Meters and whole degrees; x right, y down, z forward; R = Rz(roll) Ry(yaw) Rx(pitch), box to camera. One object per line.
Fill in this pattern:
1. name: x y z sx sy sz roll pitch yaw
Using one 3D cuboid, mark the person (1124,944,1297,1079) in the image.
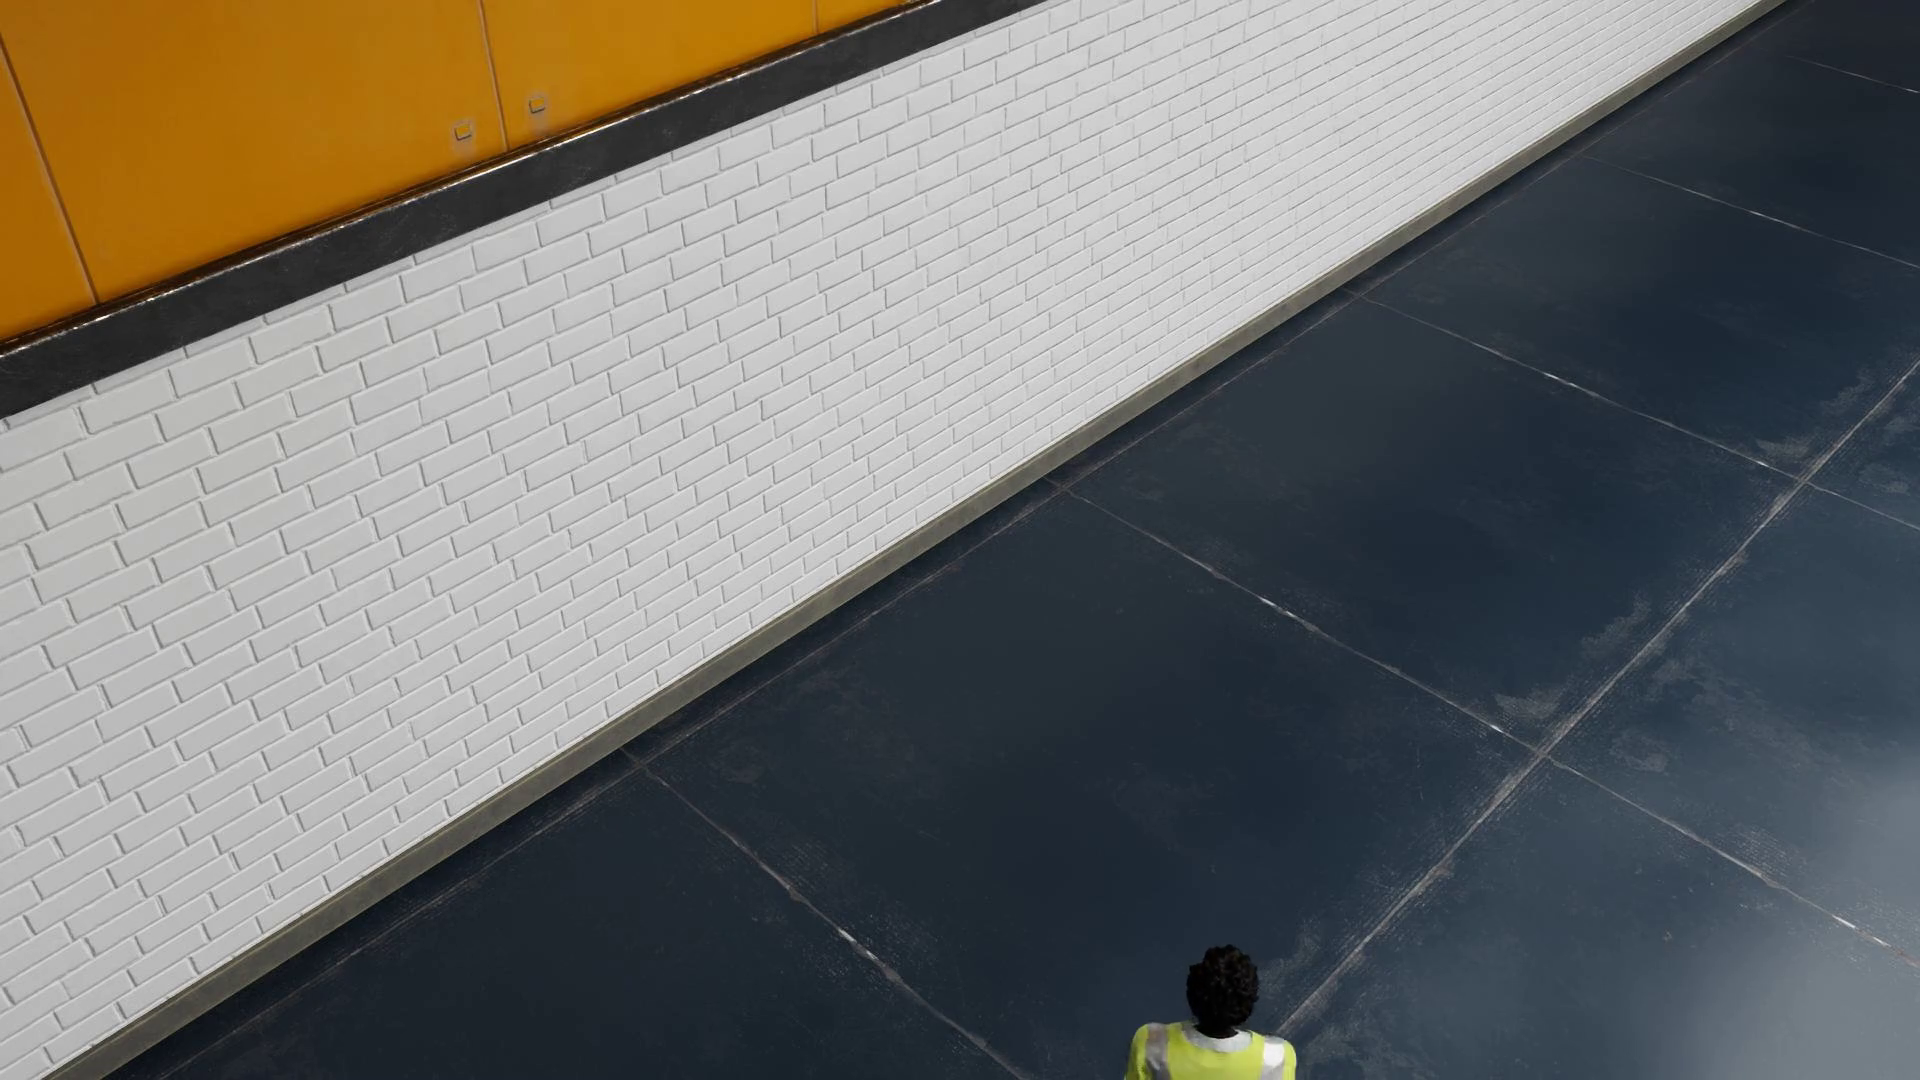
1. person: 0.791 1.902 5.410 0.535 1.681 0.508 10 40 12
